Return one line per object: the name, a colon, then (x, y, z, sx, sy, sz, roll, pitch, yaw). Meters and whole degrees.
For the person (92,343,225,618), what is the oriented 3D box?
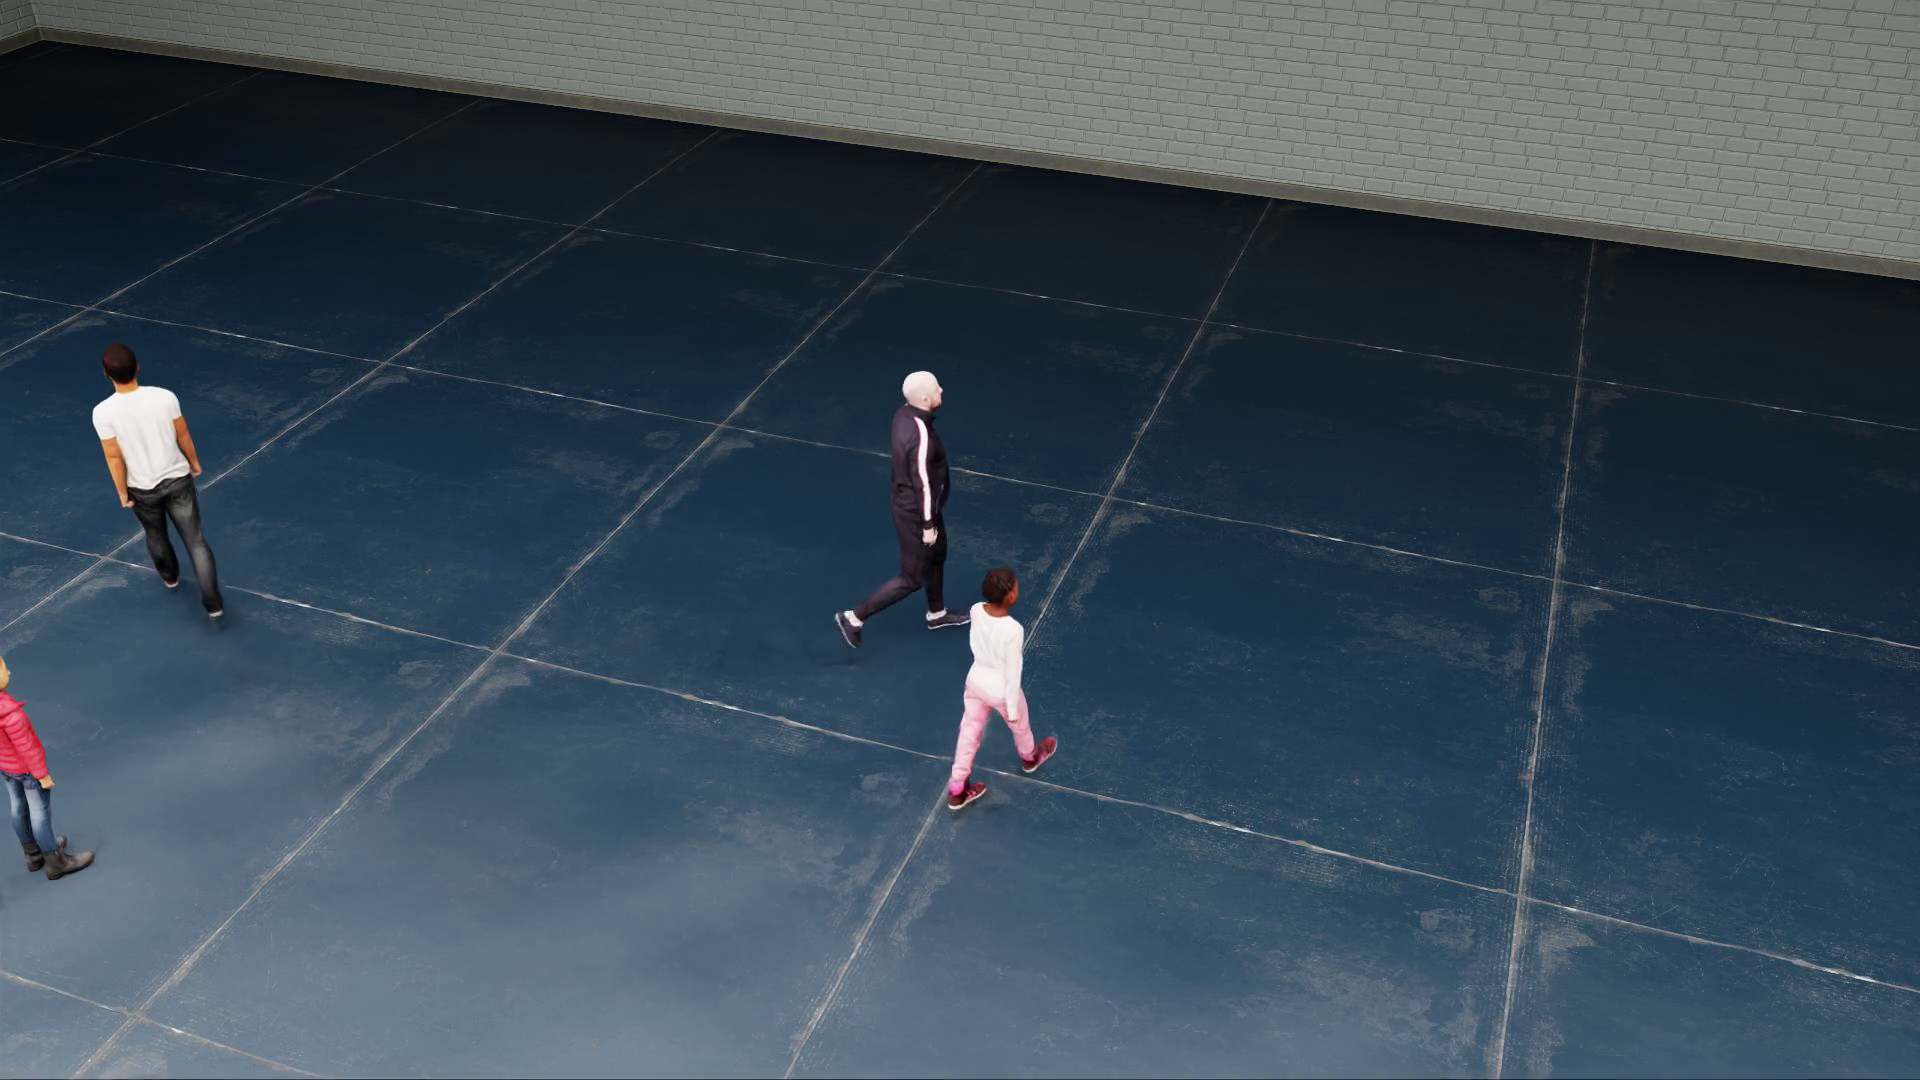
person: (-4.782, -0.312, 9.995, 1.152, 1.765, 1.131, -19, 38, -27)

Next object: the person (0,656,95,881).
person: (-4.657, 1.115, 8.211, 0.549, 1.317, 0.528, 18, 37, 25)

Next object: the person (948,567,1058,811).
person: (0.126, 0.790, 8.625, 0.802, 1.410, 1.059, 27, 42, 35)

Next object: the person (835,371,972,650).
person: (-0.343, -0.132, 9.675, 1.124, 1.810, 1.163, -8, 34, -12)
